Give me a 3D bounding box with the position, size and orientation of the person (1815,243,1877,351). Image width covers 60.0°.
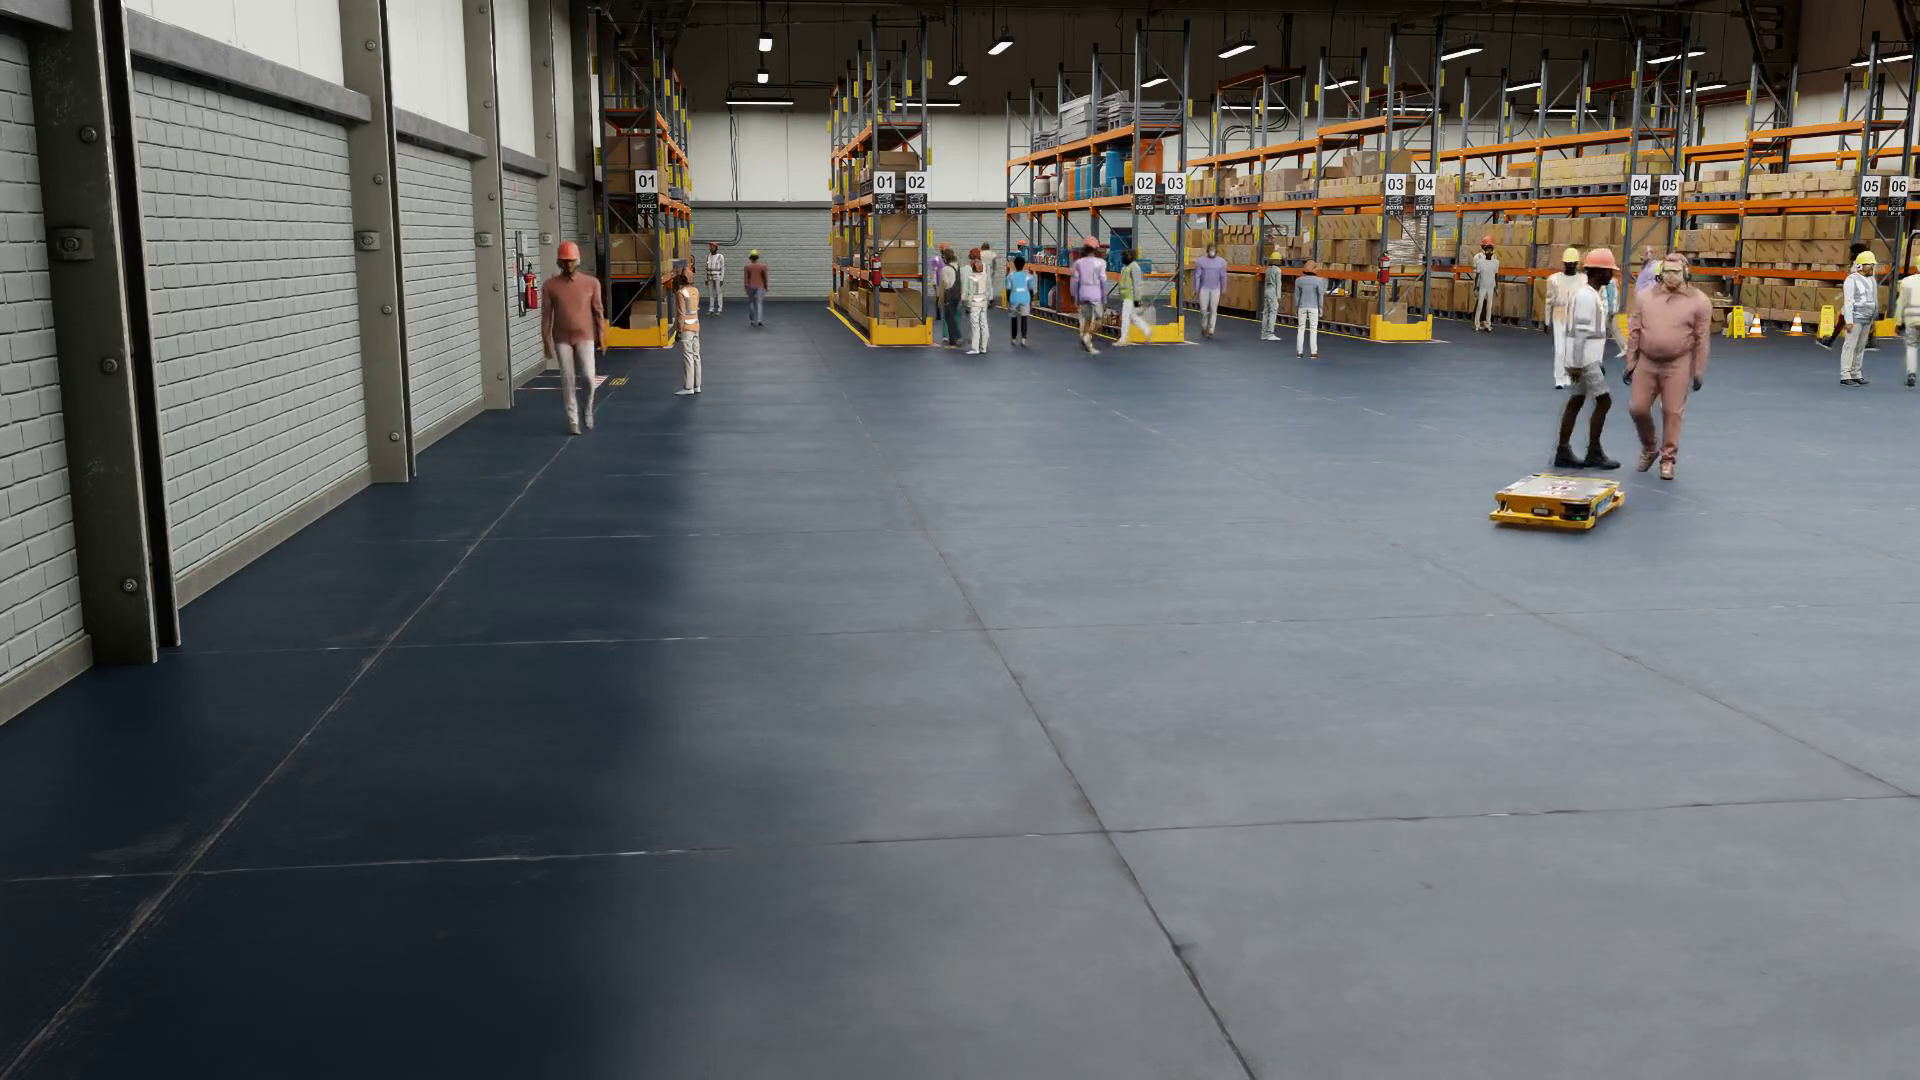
[{"bbox_3d":[16.026,-4.362,29.856,0.633,1.906,1.019,-10,14,-42],"label":"person"}]

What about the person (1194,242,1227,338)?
[{"bbox_3d":[5.009,-4.983,33.227,0.659,1.923,0.472,1,10,6],"label":"person"}]

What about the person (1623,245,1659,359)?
[{"bbox_3d":[11.185,-3.868,27.234,0.654,1.876,0.660,1,10,7],"label":"person"}]

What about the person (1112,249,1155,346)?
[{"bbox_3d":[3.249,-4.520,31.014,0.800,1.819,0.638,-2,10,-10],"label":"person"}]

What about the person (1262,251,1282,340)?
[{"bbox_3d":[6.199,-4.831,32.904,0.328,1.740,0.500,-4,11,-20],"label":"person"}]

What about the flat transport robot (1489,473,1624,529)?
[{"bbox_3d":[4.349,-0.295,12.064,0.652,0.197,1.431,6,12,31],"label":"flat transport robot"}]

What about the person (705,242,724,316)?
[{"bbox_3d":[-6.353,-6.742,42.992,0.576,1.882,0.355,5,12,26],"label":"person"}]

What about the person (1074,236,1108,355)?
[{"bbox_3d":[2.220,-4.159,28.414,0.625,2.032,0.552,7,13,35],"label":"person"}]

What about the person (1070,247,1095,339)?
[{"bbox_3d":[2.484,-4.882,32.924,0.651,1.832,0.448,-2,11,-10],"label":"person"}]

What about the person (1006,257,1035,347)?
[{"bbox_3d":[1.117,-4.428,30.949,0.538,1.645,0.915,0,10,-1],"label":"person"}]

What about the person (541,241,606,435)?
[{"bbox_3d":[-3.967,-2.060,17.046,0.652,1.980,0.435,-2,10,-9],"label":"person"}]

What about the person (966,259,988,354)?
[{"bbox_3d":[0.302,-4.030,28.786,0.307,1.641,0.514,8,13,37],"label":"person"}]

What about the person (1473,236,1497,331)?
[{"bbox_3d":[11.383,-5.546,36.025,0.605,2.037,0.404,-6,12,-28],"label":"person"}]

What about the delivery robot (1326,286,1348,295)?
[{"bbox_3d":[11.255,-7.312,49.495,0.707,0.478,0.477,1,10,3],"label":"delivery robot"}]

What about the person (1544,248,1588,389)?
[{"bbox_3d":[8.208,-2.989,22.437,0.604,1.877,0.984,4,11,19],"label":"person"}]

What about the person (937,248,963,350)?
[{"bbox_3d":[-0.180,-4.316,29.877,0.408,1.819,0.505,7,13,34],"label":"person"}]

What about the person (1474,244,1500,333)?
[{"bbox_3d":[11.179,-5.332,35.298,0.530,1.869,0.311,0,10,0],"label":"person"}]

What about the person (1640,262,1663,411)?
[{"bbox_3d":[8.080,-2.332,19.186,0.548,1.742,0.654,1,10,8],"label":"person"}]

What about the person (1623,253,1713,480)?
[{"bbox_3d":[5.946,-1.462,14.014,0.683,1.891,0.434,7,13,36],"label":"person"}]

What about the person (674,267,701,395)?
[{"bbox_3d":[-3.505,-2.683,21.399,0.307,1.641,0.513,3,11,15],"label":"person"}]

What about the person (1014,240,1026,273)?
[{"bbox_3d":[1.766,-7.769,48.490,0.366,1.930,0.542,-3,11,-14],"label":"person"}]

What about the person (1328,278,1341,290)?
[{"bbox_3d":[11.480,-8.143,50.778,0.606,1.857,0.877,7,13,35],"label":"person"}]

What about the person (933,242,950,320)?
[{"bbox_3d":[-0.394,-6.215,40.055,0.542,1.911,0.920,-1,10,-7],"label":"person"}]

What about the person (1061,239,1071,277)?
[{"bbox_3d":[3.151,-8.234,50.970,0.918,1.952,0.656,0,10,0],"label":"person"}]

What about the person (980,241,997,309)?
[{"bbox_3d":[0.750,-7.512,47.178,0.616,1.901,0.938,-1,10,-6],"label":"person"}]

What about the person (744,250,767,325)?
[{"bbox_3d":[-4.719,-5.828,38.407,0.530,1.726,0.868,-1,10,-5],"label":"person"}]

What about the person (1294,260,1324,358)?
[{"bbox_3d":[5.850,-3.863,27.888,0.505,1.633,0.279,5,12,28],"label":"person"}]

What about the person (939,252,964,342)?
[{"bbox_3d":[-0.153,-4.717,32.224,0.525,1.768,0.330,0,10,-1],"label":"person"}]

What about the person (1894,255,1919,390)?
[{"bbox_3d":[12.818,-2.901,22.128,0.658,1.810,0.422,9,13,39],"label":"person"}]

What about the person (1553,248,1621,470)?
[{"bbox_3d":[5.558,-1.563,14.476,0.712,1.917,0.558,4,11,21],"label":"person"}]

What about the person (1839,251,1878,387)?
[{"bbox_3d":[12.236,-2.999,22.607,0.590,1.833,0.404,-7,12,-32],"label":"person"}]

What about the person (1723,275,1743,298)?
[{"bbox_3d":[20.866,-7.102,44.877,0.590,1.916,0.399,-2,10,-8],"label":"person"}]

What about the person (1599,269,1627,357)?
[{"bbox_3d":[10.905,-3.860,27.986,0.871,1.593,0.534,4,11,19],"label":"person"}]

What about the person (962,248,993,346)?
[{"bbox_3d":[0.336,-4.567,31.258,0.604,1.841,1.007,-7,12,-33],"label":"person"}]
